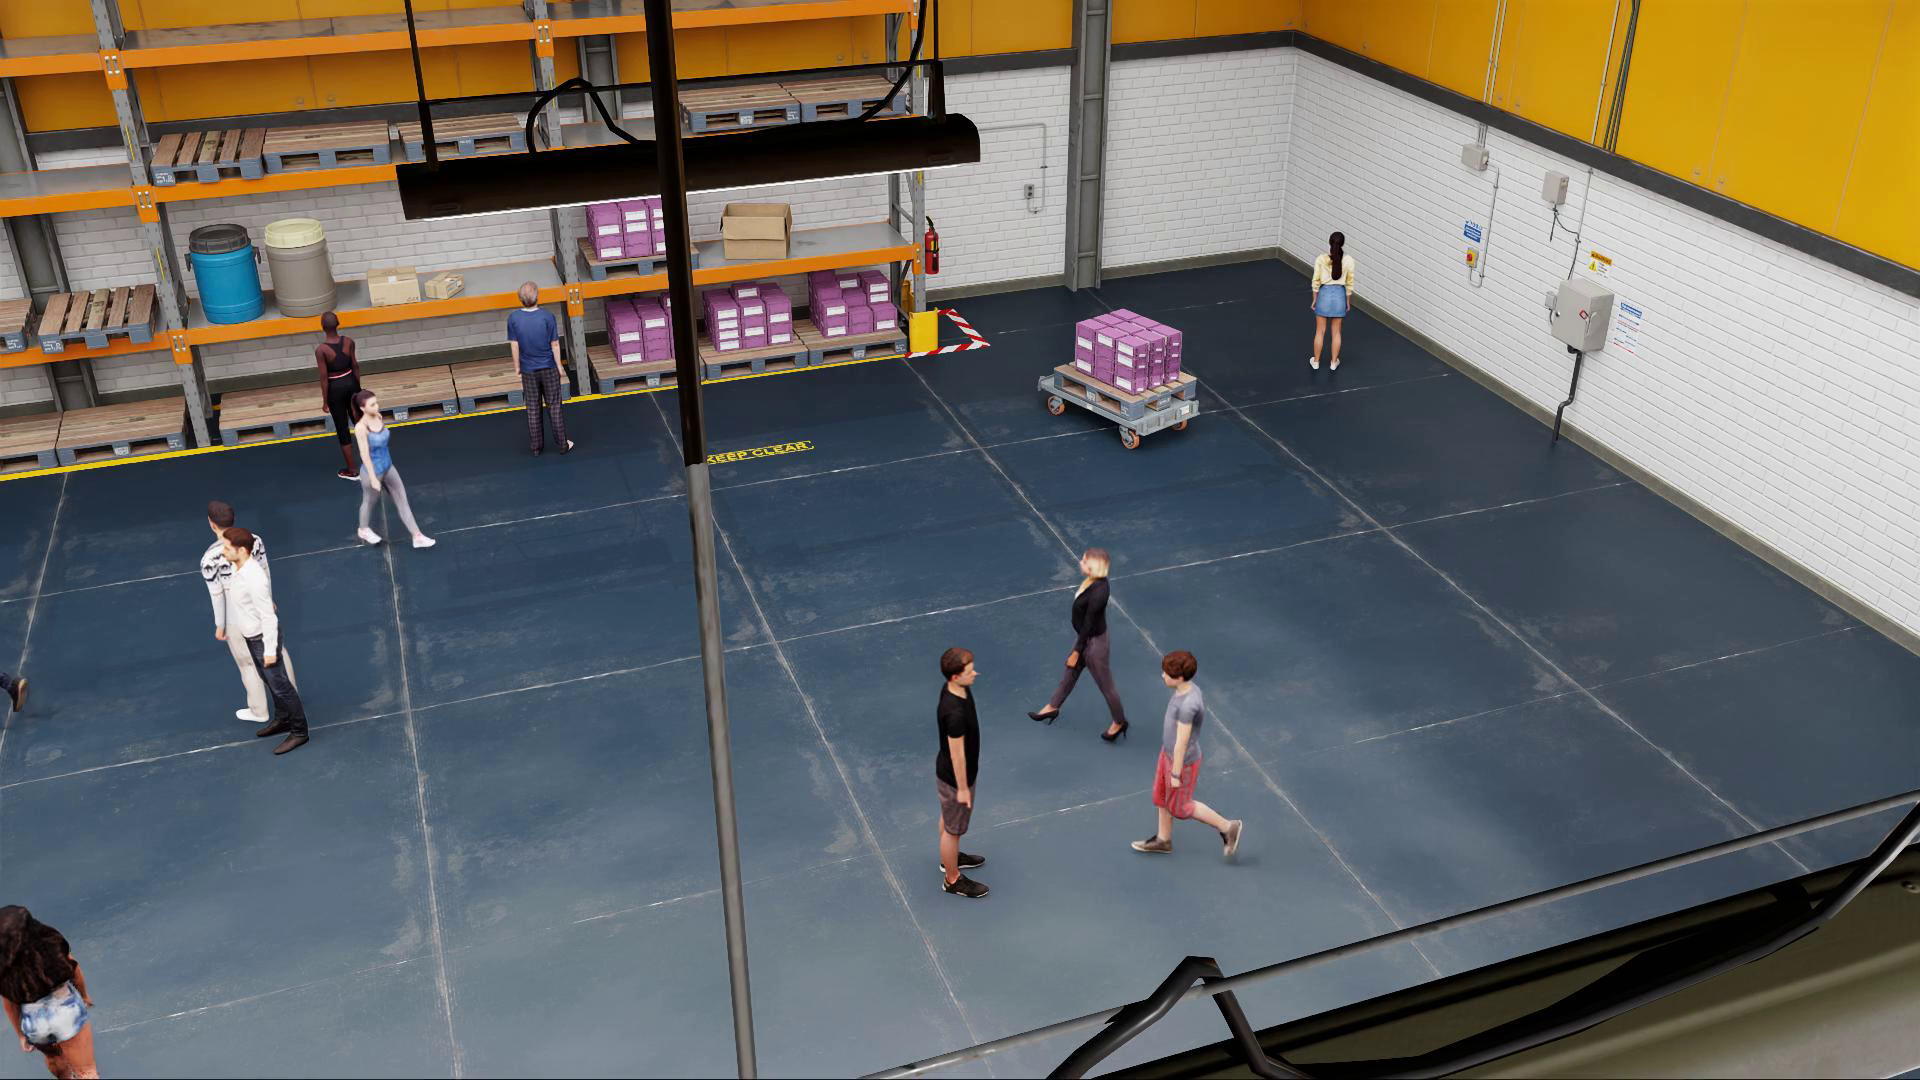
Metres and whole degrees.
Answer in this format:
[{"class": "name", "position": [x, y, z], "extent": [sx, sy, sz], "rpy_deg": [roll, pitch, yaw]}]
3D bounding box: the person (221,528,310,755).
[{"class": "person", "position": [-5.225, 0.730, 12.466], "extent": [0.662, 1.870, 0.720], "rpy_deg": [-21, 35, -34]}]

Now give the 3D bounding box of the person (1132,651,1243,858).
[{"class": "person", "position": [1.584, 1.498, 11.307], "extent": [1.049, 1.632, 0.816], "rpy_deg": [-1, 29, -1]}]

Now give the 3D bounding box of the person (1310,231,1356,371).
[{"class": "person", "position": [4.262, -2.749, 19.094], "extent": [0.659, 1.632, 0.784], "rpy_deg": [3, 29, 6]}]

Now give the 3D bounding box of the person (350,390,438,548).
[{"class": "person", "position": [-5.403, -0.622, 15.260], "extent": [1.115, 1.570, 0.987], "rpy_deg": [9, 30, 16]}]

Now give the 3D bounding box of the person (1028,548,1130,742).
[{"class": "person", "position": [1.100, 0.826, 12.533], "extent": [1.083, 1.639, 0.832], "rpy_deg": [1, 29, 1]}]

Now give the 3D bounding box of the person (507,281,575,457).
[{"class": "person", "position": [-4.305, -1.754, 17.019], "extent": [0.571, 1.872, 0.770], "rpy_deg": [-3, 29, -5]}]

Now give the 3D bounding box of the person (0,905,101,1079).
[{"class": "person", "position": [-4.945, 2.708, 9.131], "extent": [1.032, 1.592, 0.731], "rpy_deg": [-15, 32, -25]}]

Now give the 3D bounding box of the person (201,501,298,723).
[{"class": "person", "position": [-5.495, 0.545, 12.814], "extent": [0.830, 1.862, 0.733], "rpy_deg": [18, 33, 29]}]

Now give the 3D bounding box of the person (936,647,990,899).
[{"class": "person", "position": [-0.025, 1.509, 11.047], "extent": [0.708, 1.862, 0.754], "rpy_deg": [-1, 29, -1]}]

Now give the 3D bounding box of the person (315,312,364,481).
[{"class": "person", "position": [-6.140, -1.450, 16.581], "extent": [0.724, 1.757, 0.618], "rpy_deg": [23, 36, 35]}]
